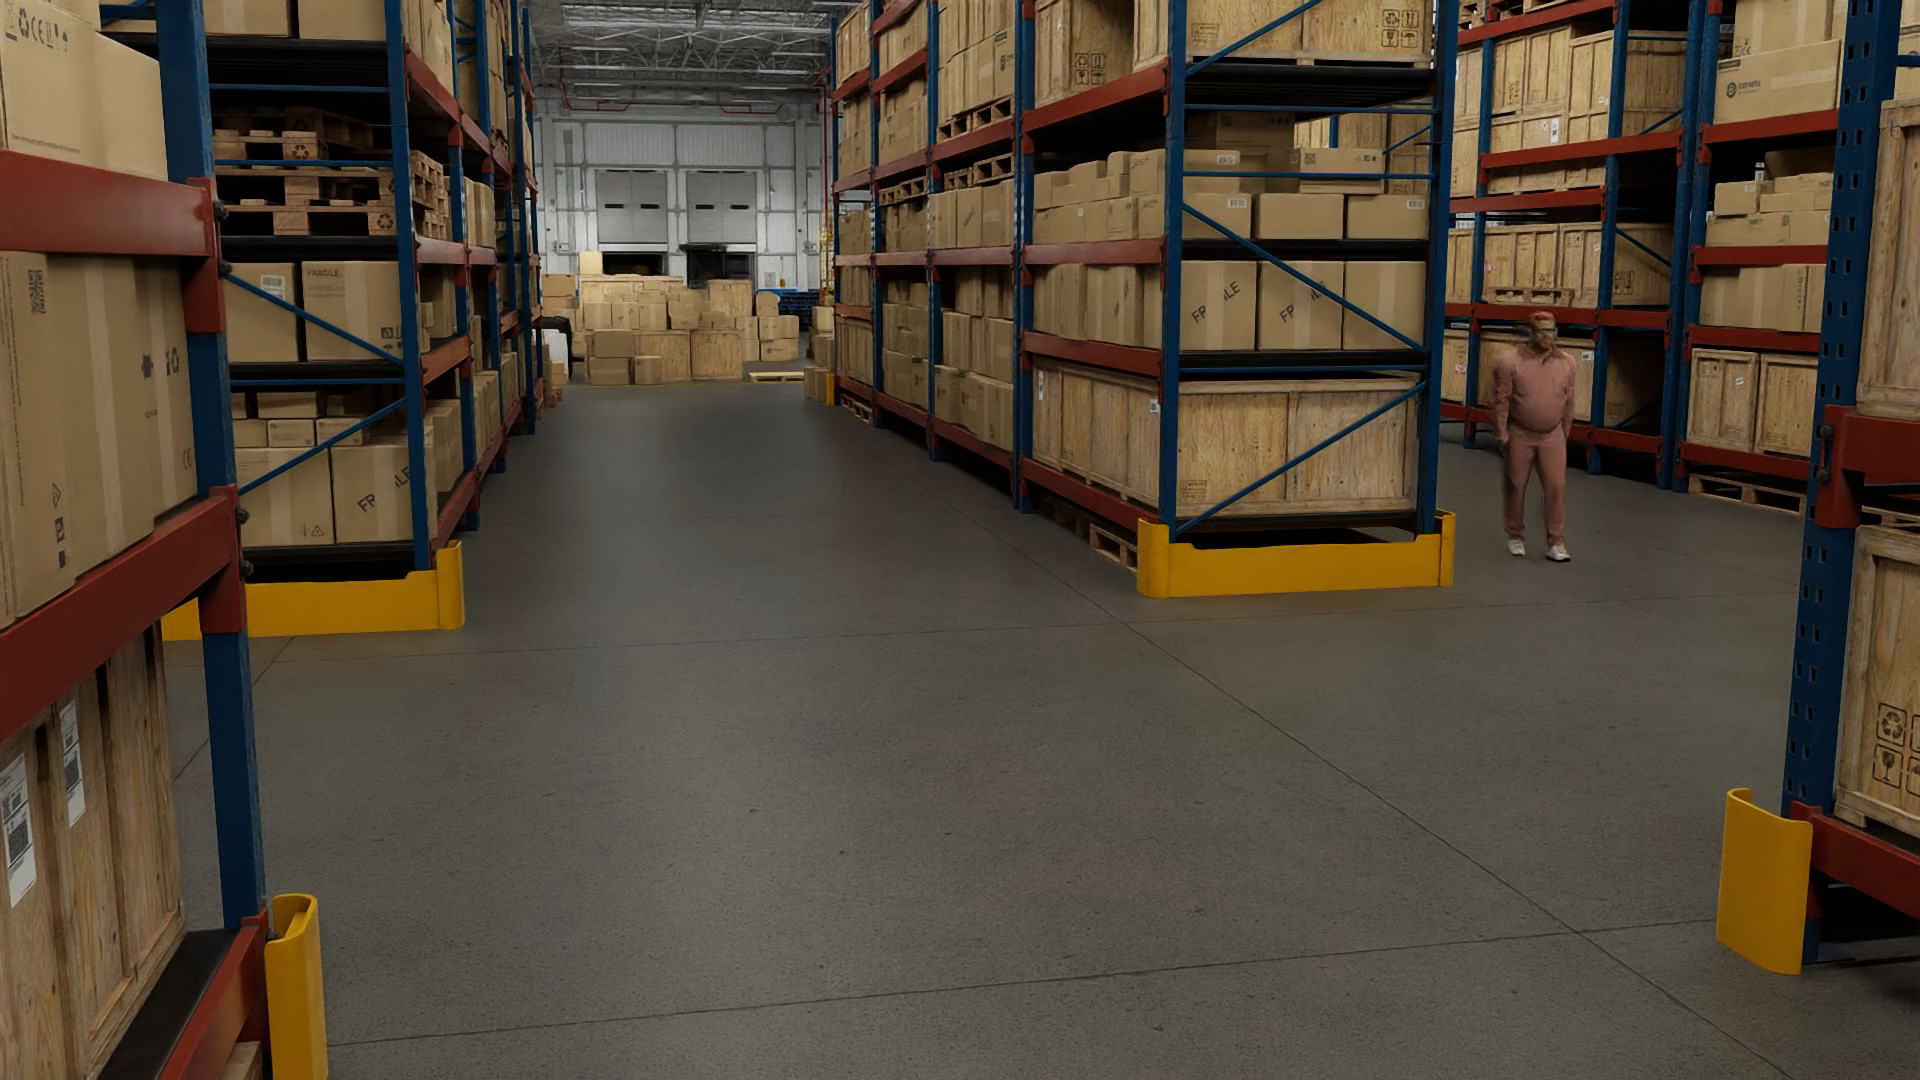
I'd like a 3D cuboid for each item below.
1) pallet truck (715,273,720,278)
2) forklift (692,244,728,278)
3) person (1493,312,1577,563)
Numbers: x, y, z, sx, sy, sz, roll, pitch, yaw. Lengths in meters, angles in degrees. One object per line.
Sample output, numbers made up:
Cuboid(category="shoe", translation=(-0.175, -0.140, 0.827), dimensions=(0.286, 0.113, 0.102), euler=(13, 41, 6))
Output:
Cuboid(category="pallet truck", translation=(-8.580, -8.986, 62.280), dimensions=(1.885, 1.965, 0.823), euler=(1, 9, 5))
Cuboid(category="forklift", translation=(-6.687, -6.532, 44.641), dimensions=(1.129, 2.768, 1.873), euler=(1, 9, 8))
Cuboid(category="person", translation=(4.356, -0.764, 12.553), dimensions=(0.651, 1.875, 0.868), euler=(1, 9, 4))
